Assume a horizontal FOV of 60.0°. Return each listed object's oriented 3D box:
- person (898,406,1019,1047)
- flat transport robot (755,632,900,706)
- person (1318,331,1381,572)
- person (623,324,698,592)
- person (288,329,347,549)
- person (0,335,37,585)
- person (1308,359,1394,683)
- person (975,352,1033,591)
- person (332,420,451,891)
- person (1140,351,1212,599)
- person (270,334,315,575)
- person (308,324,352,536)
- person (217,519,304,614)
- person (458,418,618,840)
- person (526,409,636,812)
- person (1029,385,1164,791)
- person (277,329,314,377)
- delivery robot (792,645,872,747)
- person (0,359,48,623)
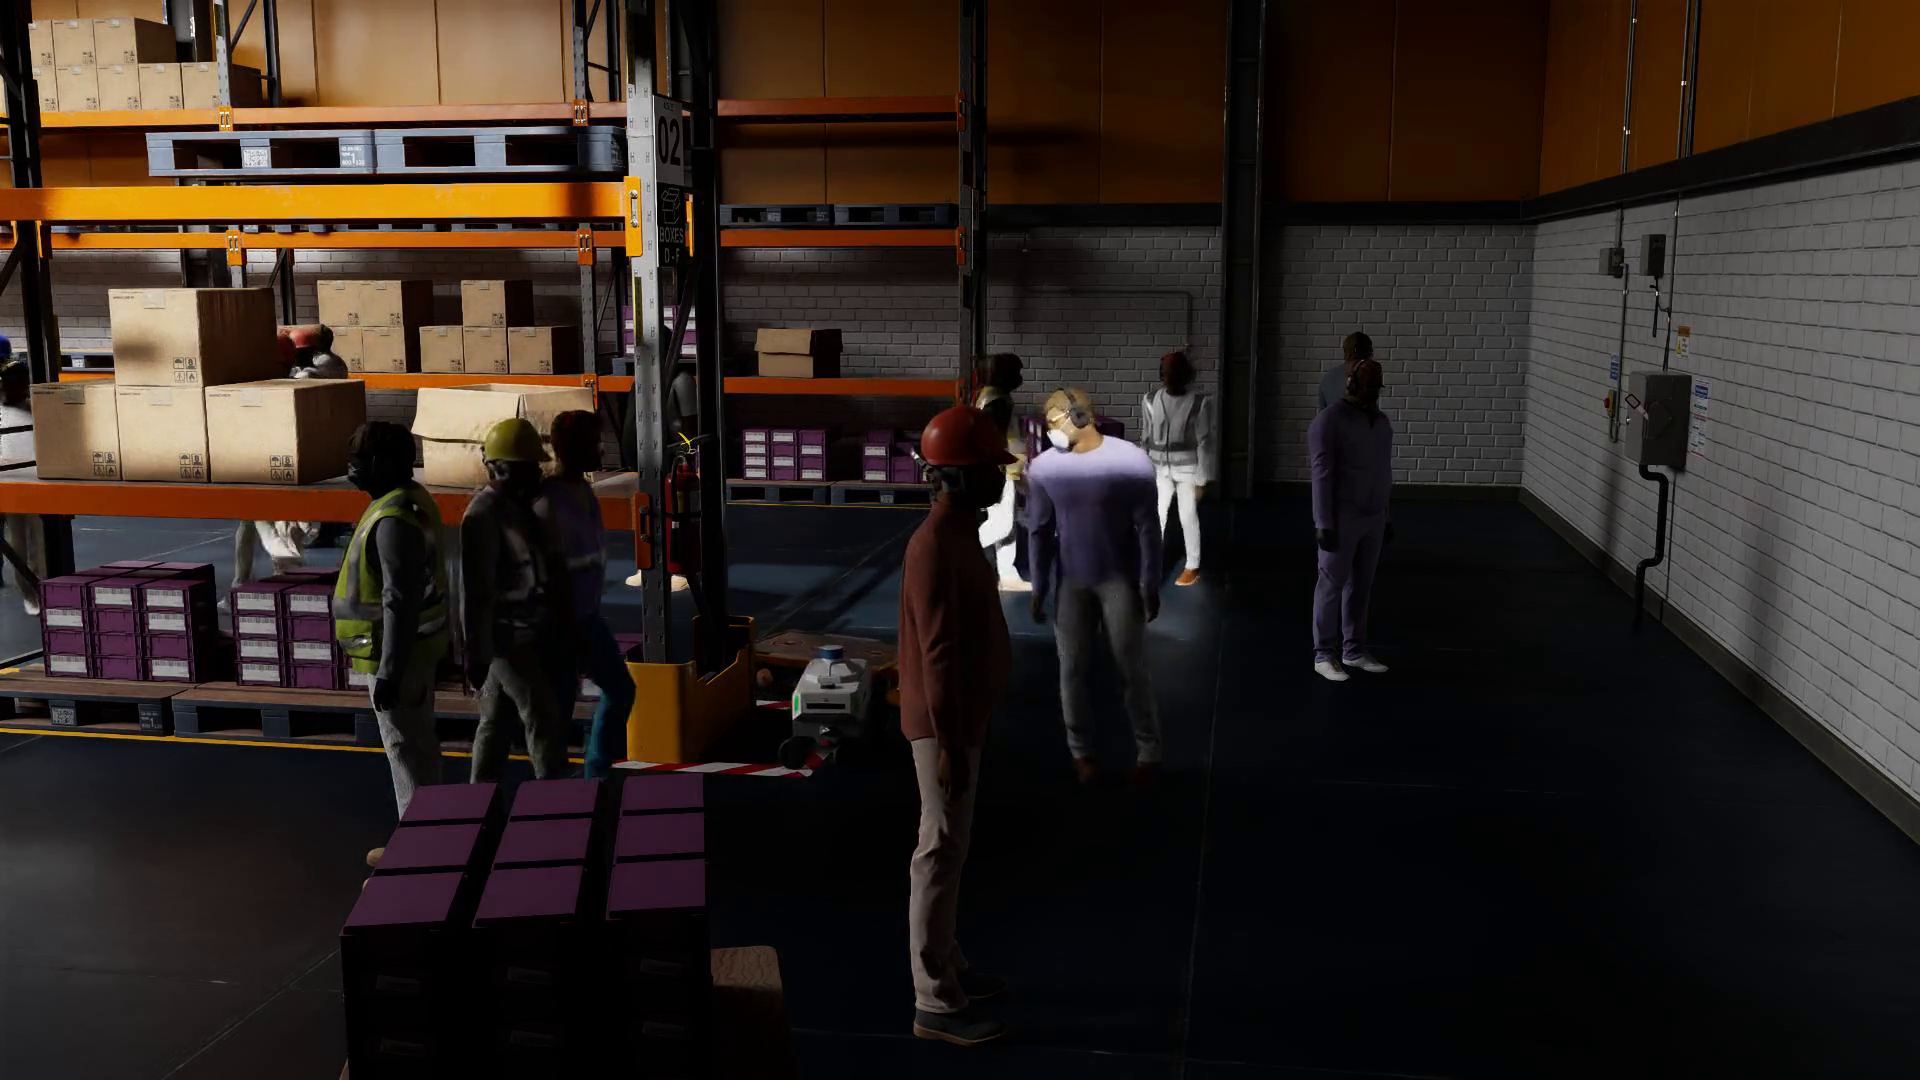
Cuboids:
[{"bbox_3d":[-0.008,0.572,5.270,0.378,1.996,0.611,1,9,4],"label":"person"},{"bbox_3d":[-0.689,0.727,9.648,1.431,0.197,0.652,5,10,28],"label":"flat transport robot"},{"bbox_3d":[3.136,-0.702,13.369,0.372,1.935,0.627,-5,10,-29],"label":"person"},{"bbox_3d":[-2.285,-0.629,12.585,0.675,2.000,0.537,7,12,39],"label":"person"},{"bbox_3d":[-5.649,-0.865,14.460,0.394,1.916,0.542,-1,9,-8],"label":"person"},{"bbox_3d":[-7.272,-0.595,12.675,0.614,1.947,0.397,-4,10,-22],"label":"person"},{"bbox_3d":[2.352,-0.123,9.882,0.638,1.903,0.408,-7,12,-37],"label":"person"},{"bbox_3d":[0.207,-0.490,12.411,0.669,1.823,0.643,0,9,-1],"label":"person"},{"bbox_3d":[-2.206,0.454,6.485,0.429,1.845,0.620,-2,9,-14],"label":"person"},{"bbox_3d":[1.616,-0.503,12.474,0.587,1.832,1.026,5,10,27],"label":"person"},{"bbox_3d":[-5.036,-0.551,12.331,0.623,1.964,0.698,-8,12,-40],"label":"person"},{"bbox_3d":[-5.794,-1.003,15.224,0.372,1.940,0.630,0,9,0],"label":"person"},{"bbox_3d":[-4.841,-0.346,11.521,0.962,1.831,0.532,1,9,6],"label":"person"},{"bbox_3d":[-1.766,0.391,7.004,0.792,1.803,0.597,0,9,-3],"label":"person"},{"bbox_3d":[-1.605,0.355,7.155,0.594,1.828,0.570,1,9,9],"label":"person"},{"bbox_3d":[0.630,0.221,7.789,0.667,1.892,0.440,4,10,23],"label":"person"},{"bbox_3d":[-6.564,-1.172,16.565,0.880,1.858,0.588,5,11,31],"label":"person"},{"bbox_3d":[-0.629,0.764,8.248,0.477,0.478,0.707,0,9,1],"label":"delivery robot"},{"bbox_3d":[-6.385,-0.327,11.405,0.529,1.811,0.931,-7,12,-37],"label":"person"}]
